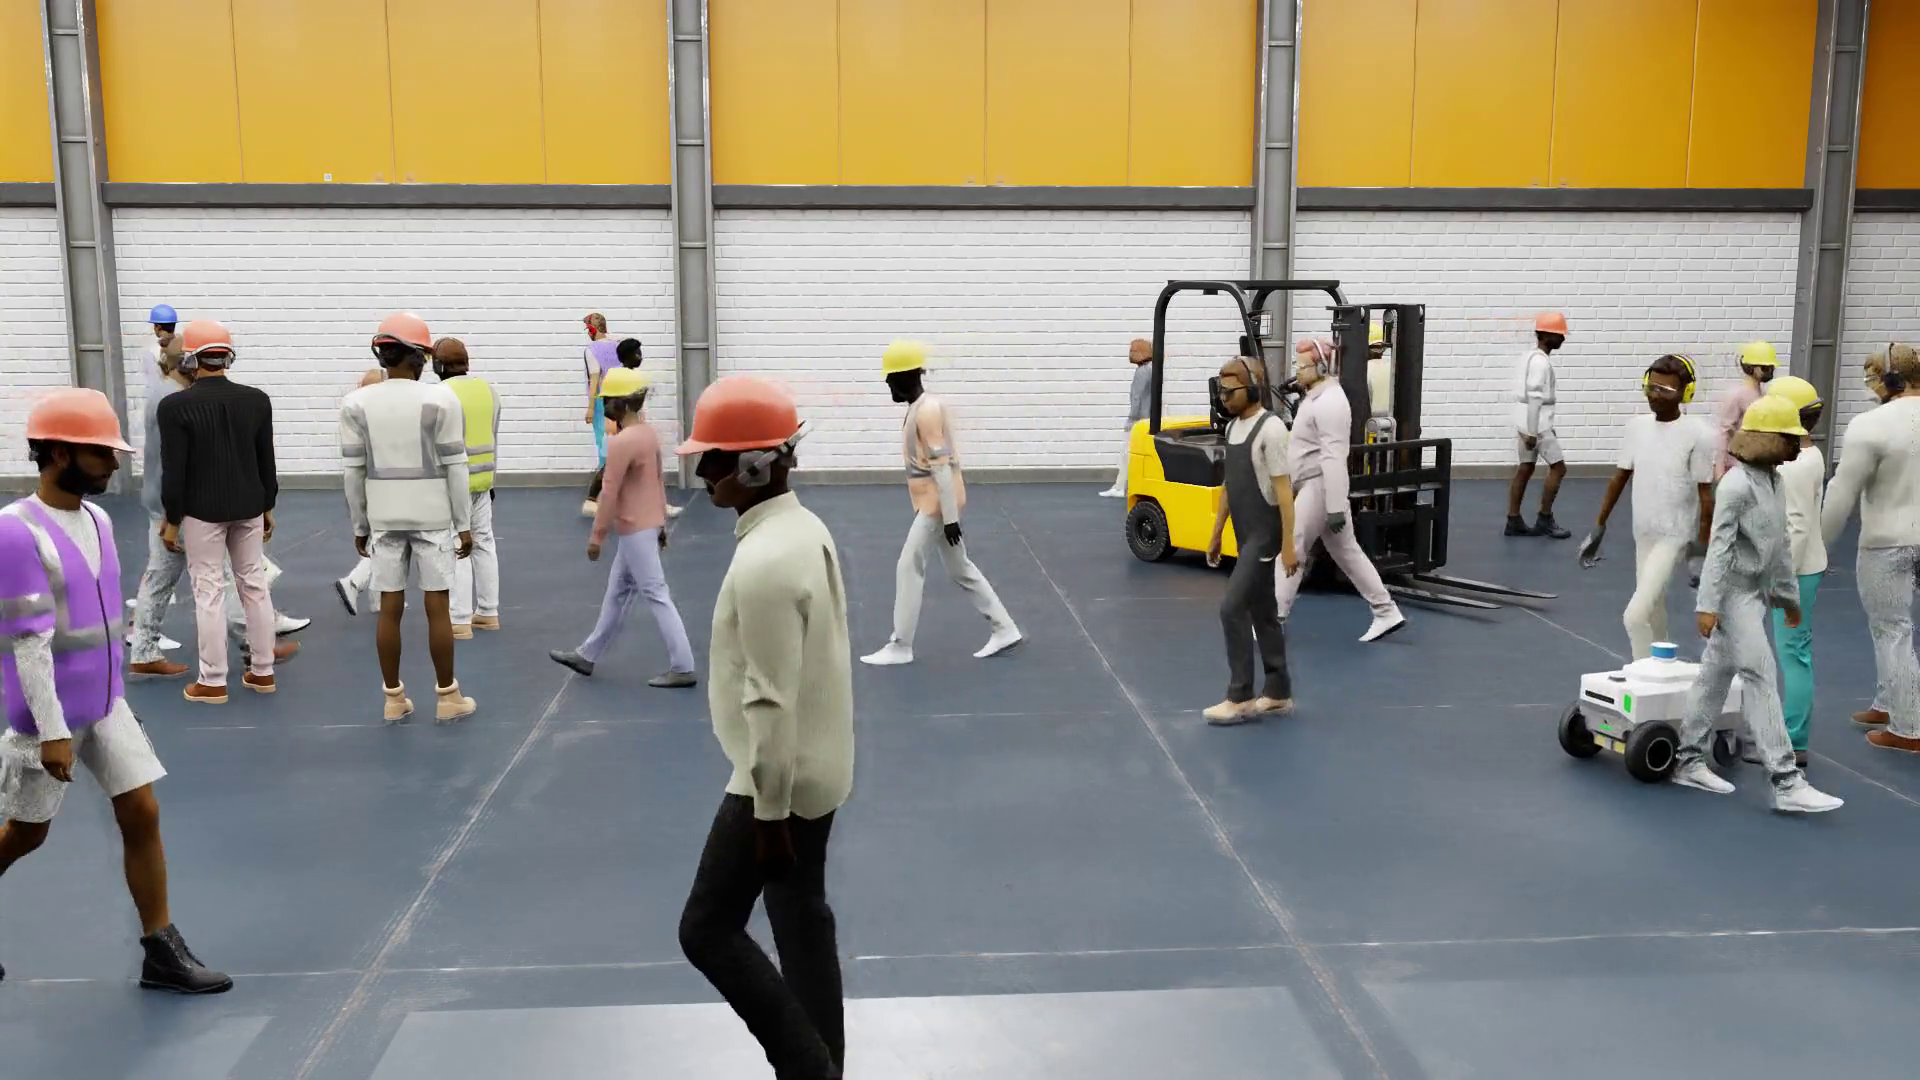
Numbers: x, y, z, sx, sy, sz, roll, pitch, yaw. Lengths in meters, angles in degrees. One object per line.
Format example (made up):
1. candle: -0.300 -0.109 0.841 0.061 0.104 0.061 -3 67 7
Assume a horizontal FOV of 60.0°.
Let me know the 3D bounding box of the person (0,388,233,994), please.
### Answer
1. person: -2.784 0.481 5.075 0.969 1.892 0.536 1 9 9

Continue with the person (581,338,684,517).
1. person: -3.021 -0.998 15.052 0.924 1.647 0.537 -2 9 -10

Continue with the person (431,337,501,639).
1. person: -3.074 -0.317 10.180 0.429 1.839 0.634 4 10 22

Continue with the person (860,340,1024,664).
1. person: -0.072 -0.212 9.477 0.929 1.867 0.607 0 9 -2

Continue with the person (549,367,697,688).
1. person: -1.822 -0.060 8.906 0.892 1.714 0.549 1 9 8

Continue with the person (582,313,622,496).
1. person: -3.564 -1.350 16.672 0.403 1.836 0.564 3 9 17

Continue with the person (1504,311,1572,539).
1. person: 4.929 -0.961 13.970 0.663 1.909 0.563 1 9 9

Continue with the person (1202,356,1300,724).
1. person: 1.386 0.002 8.229 0.677 1.817 0.551 -2 9 -14

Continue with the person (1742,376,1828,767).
1. person: 3.735 0.144 7.530 0.335 1.762 0.526 5 10 29

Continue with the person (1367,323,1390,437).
1. person: 3.274 -0.816 13.335 0.599 1.832 0.404 -5 10 -27

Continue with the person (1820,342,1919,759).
1. person: 4.343 0.034 7.782 0.650 1.897 0.708 -3 10 -19

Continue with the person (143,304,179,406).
1. person: -7.226 -1.182 15.269 0.387 1.948 0.602 3 10 19

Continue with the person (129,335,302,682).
1. person: -4.146 -0.180 9.145 0.974 1.891 0.640 -5 10 -27

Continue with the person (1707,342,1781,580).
1. person: 5.741 -0.544 11.931 0.551 1.721 0.870 -7 11 -36

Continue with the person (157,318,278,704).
1. person: -3.848 -0.151 8.649 0.379 1.995 0.612 7 11 37

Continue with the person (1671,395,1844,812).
1. person: 3.380 0.264 6.900 0.825 1.705 0.508 9 13 44

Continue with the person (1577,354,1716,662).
1. person: 3.306 0.023 8.064 0.634 1.840 0.580 -3 9 -16

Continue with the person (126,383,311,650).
1. person: -4.492 -0.270 9.858 1.026 1.850 0.675 -2 9 -12

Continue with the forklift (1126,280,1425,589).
1. forklift: 2.301 -0.860 12.475 1.214 2.155 2.313 -6 11 -35

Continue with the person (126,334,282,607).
1. person: -5.139 -0.481 11.248 0.933 1.832 0.518 -4 10 -22

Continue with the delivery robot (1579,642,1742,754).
1. delivery robot: 3.158 0.705 7.489 0.707 0.478 0.477 -4 10 -21

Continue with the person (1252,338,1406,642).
1. person: 2.213 -0.285 9.979 1.006 1.854 0.635 2 9 13

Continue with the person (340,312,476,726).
1. person: -2.700 -0.097 8.192 0.605 2.035 0.392 0 9 1

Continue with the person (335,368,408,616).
1. person: -3.785 -0.290 10.670 0.543 1.620 0.564 6 11 33

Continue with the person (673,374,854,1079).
1. person: -0.472 0.578 4.134 0.437 1.975 0.627 1 9 9

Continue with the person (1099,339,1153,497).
1. person: 1.838 -1.195 16.458 0.839 1.593 0.502 1 9 5
